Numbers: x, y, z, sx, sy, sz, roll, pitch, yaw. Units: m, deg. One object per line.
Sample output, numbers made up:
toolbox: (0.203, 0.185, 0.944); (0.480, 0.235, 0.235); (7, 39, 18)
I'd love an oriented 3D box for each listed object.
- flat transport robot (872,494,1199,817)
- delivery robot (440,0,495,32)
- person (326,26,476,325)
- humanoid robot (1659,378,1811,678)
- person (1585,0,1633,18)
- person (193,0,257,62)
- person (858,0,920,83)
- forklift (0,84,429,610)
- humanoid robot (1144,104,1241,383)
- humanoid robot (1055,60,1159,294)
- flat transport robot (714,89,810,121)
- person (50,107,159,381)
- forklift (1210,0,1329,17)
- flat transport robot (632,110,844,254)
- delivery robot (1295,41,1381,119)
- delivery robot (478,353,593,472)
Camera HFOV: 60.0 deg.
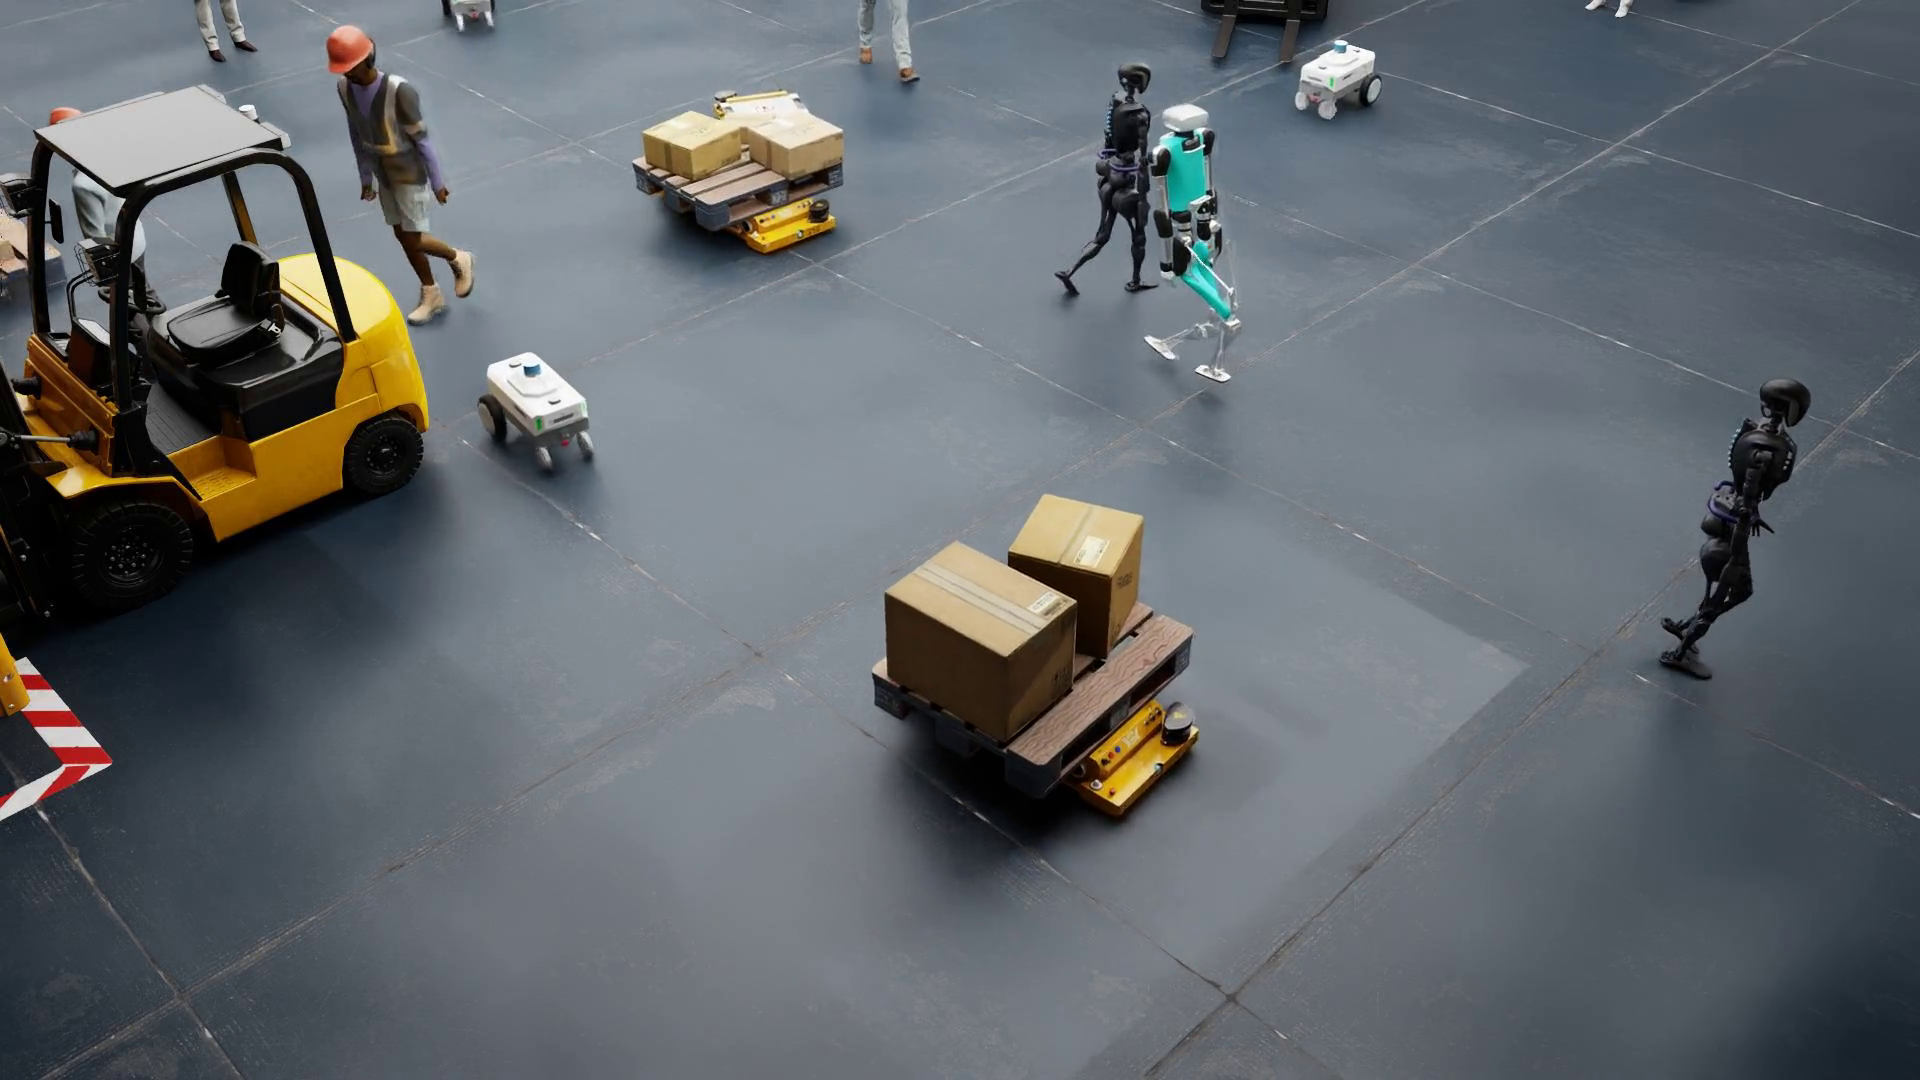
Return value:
flat transport robot: (0.363, 0.766, 7.972); (1.431, 0.231, 0.659); (27, 44, 31)
delivery robot: (-4.641, -5.154, 15.672); (0.499, 0.614, 0.791); (-12, 39, -16)
person: (-3.600, -2.341, 10.680); (0.657, 2.004, 0.598); (19, 41, 23)
humanoid robot: (3.668, -0.047, 7.878); (0.358, 1.641, 0.601); (18, 40, 22)
person: (6.241, -5.732, 15.533); (0.517, 1.633, 0.316); (31, 46, 34)
person: (-6.636, -5.144, 14.618); (0.383, 1.785, 0.538); (25, 44, 30)
person: (-0.652, -4.900, 14.220); (0.700, 1.870, 1.049); (-11, 38, -15)
forklift: (-4.145, -1.093, 8.856); (2.313, 2.155, 1.214); (-31, 47, -34)
humanoid robot: (1.512, -1.699, 10.030); (0.987, 1.716, 0.530); (30, 46, 34)
humanoid robot: (1.019, -2.371, 11.037); (0.736, 1.646, 0.615); (-13, 39, -17)
flat transport robot: (-1.513, -3.297, 13.411); (0.659, 0.231, 1.431); (-12, 38, -15)
person: (-5.188, -1.807, 10.189); (0.350, 1.737, 0.572); (-3, 37, -3)
forklift: (3.106, -6.400, 15.960); (1.214, 2.155, 2.313); (8, 37, 10)
flat transport robot: (-1.632, -2.544, 12.403); (0.659, 0.231, 1.431); (-28, 45, -32)
delivery robot: (3.171, -3.896, 13.983); (0.525, 0.608, 0.779); (28, 45, 32)
delivery robot: (-2.495, -0.802, 9.827); (0.499, 0.590, 0.793); (-25, 43, -29)
